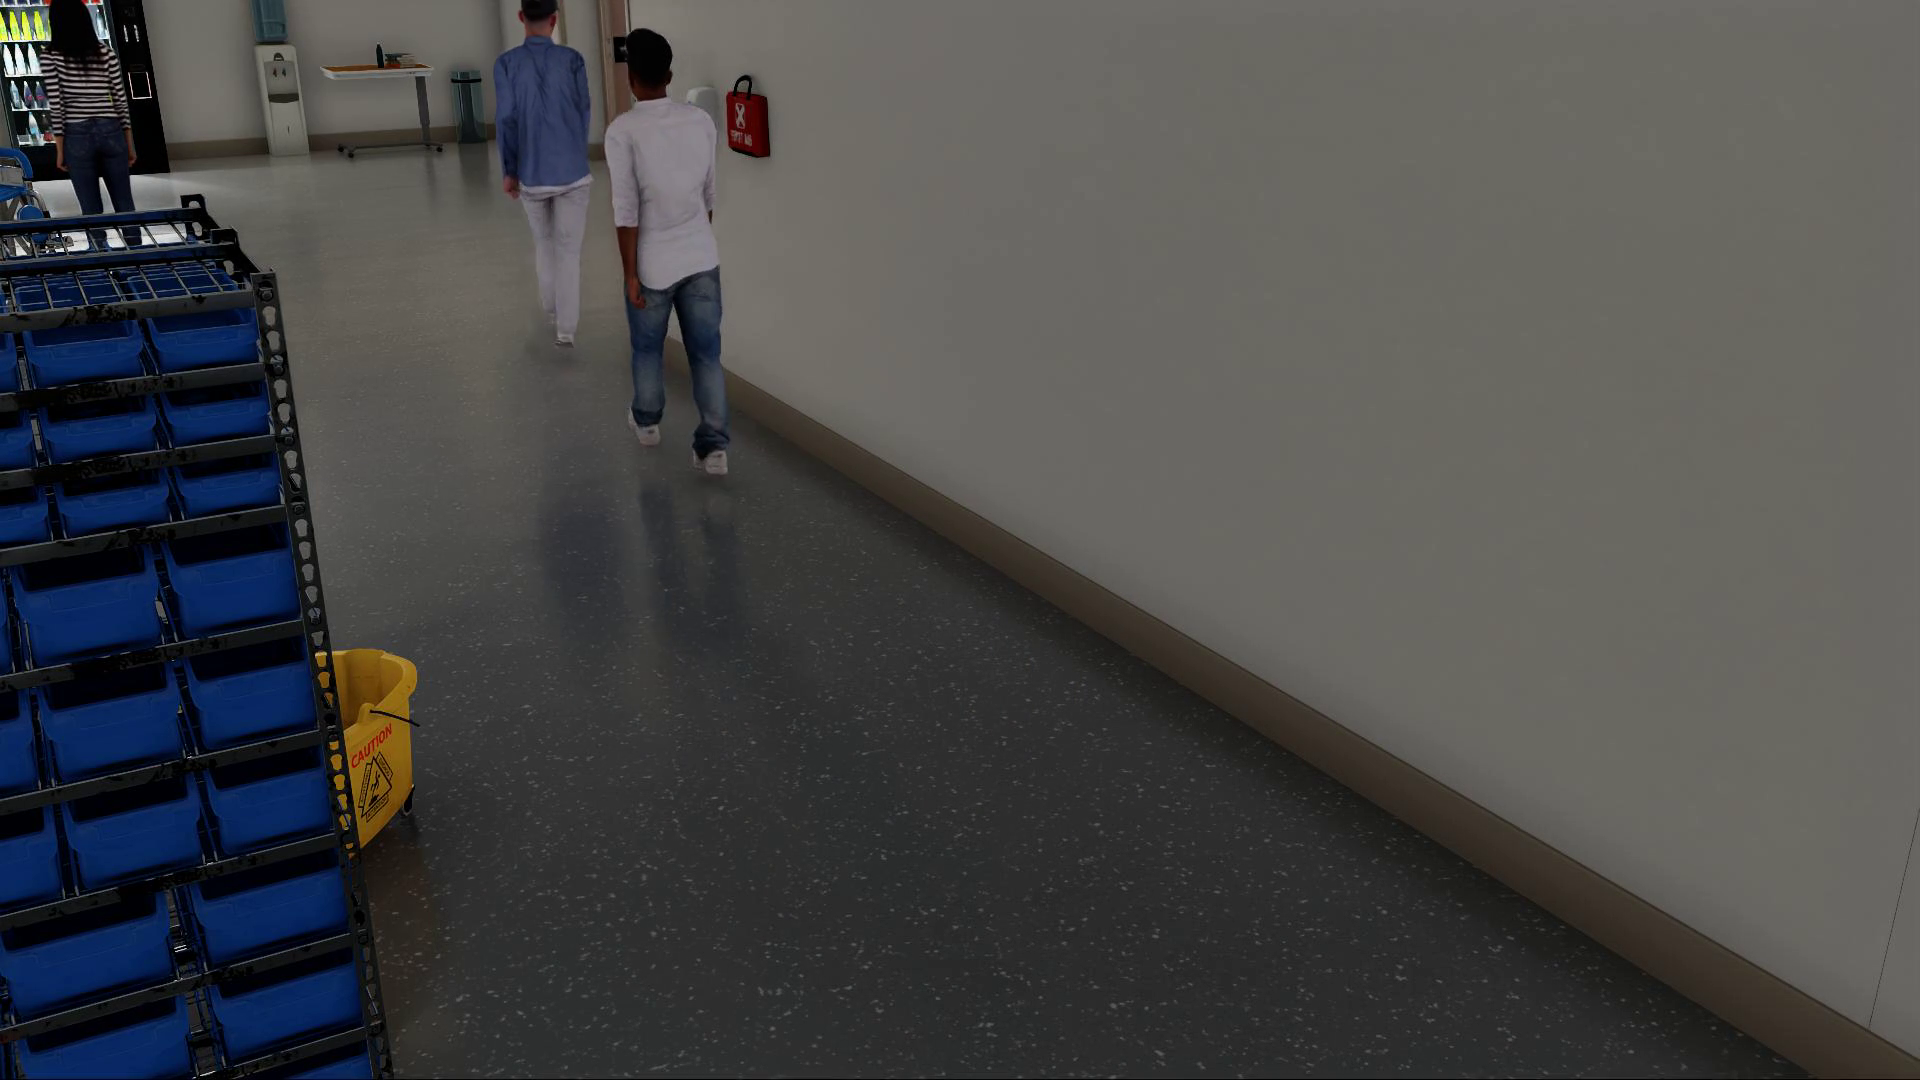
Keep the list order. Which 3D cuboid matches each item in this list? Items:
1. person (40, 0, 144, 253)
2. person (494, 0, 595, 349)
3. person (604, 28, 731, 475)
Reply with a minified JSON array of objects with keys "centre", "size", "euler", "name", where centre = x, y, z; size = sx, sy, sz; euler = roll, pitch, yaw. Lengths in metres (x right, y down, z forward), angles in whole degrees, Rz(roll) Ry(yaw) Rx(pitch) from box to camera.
[{"centre":[-5.190,-2.344,9.980],"size":[0.475,1.796,0.680],"euler":[-16,26,-37],"name":"person"},{"centre":[-2.136,-1.903,8.748],"size":[1.208,1.844,1.027],"euler":[-3,21,-8],"name":"person"},{"centre":[-1.140,-1.116,6.774],"size":[1.117,1.771,0.763],"euler":[-10,23,-24],"name":"person"}]
